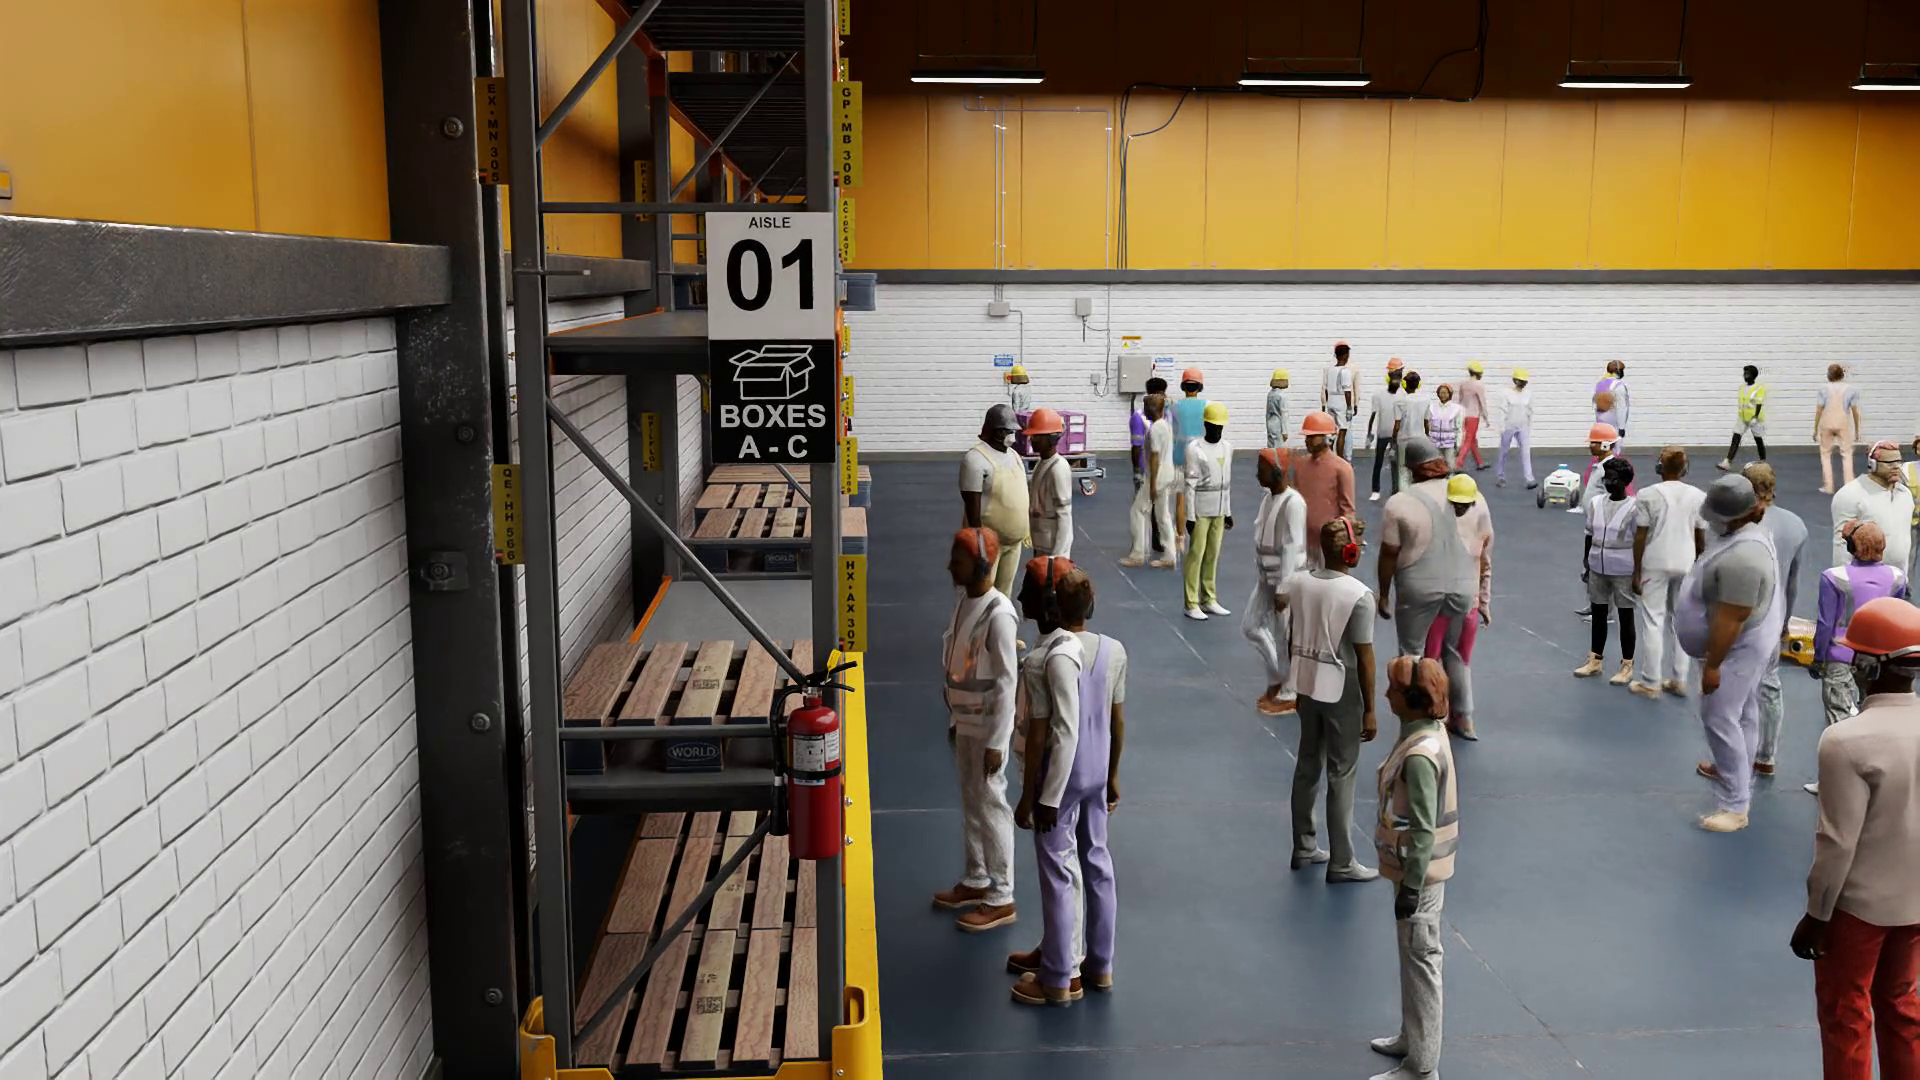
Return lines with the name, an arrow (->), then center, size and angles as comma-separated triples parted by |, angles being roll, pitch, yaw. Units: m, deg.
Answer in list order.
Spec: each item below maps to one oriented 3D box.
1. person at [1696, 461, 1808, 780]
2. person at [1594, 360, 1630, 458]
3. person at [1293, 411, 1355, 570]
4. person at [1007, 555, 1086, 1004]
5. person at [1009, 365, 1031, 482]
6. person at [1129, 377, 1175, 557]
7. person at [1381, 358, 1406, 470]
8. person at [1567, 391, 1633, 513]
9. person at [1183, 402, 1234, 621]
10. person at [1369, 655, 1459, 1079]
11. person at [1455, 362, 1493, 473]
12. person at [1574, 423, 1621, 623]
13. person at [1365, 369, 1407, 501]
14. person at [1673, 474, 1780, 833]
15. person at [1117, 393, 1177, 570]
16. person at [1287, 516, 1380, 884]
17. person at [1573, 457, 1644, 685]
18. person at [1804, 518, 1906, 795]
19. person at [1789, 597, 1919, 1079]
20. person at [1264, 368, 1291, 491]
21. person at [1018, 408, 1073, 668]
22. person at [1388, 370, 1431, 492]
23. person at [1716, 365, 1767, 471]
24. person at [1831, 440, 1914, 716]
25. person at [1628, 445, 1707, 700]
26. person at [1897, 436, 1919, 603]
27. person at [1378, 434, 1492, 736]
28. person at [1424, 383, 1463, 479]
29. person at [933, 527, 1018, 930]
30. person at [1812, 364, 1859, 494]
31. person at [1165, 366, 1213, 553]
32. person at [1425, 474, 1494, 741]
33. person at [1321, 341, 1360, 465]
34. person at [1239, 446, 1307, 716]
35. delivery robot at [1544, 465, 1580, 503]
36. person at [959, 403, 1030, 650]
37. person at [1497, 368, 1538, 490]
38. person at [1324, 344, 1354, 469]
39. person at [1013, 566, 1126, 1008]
person -> 4.723, 0.495, 9.943 | 0.635, 1.933, 0.361 | -3, 10, -21
person -> 9.208, -1.615, 23.482 | 0.429, 1.844, 0.626 | -2, 9, -12
person -> 2.773, -0.005, 12.892 | 0.395, 1.994, 0.612 | -6, 11, -33
person -> 0.379, 0.993, 6.973 | 0.355, 1.883, 0.573 | 0, 9, 1
person -> 0.871, -1.673, 24.193 | 0.343, 1.735, 0.484 | 5, 10, 26
person -> 2.081, -0.786, 17.934 | 0.610, 1.955, 0.376 | -8, 12, -40
person -> 6.770, -1.969, 25.981 | 0.330, 1.751, 0.564 | 5, 10, 28
person -> 8.165, -1.093, 20.957 | 0.830, 1.592, 0.561 | 6, 11, 34
person -> 2.214, -0.261, 14.724 | 0.590, 1.923, 0.384 | -8, 12, -40
person -> 1.697, 1.235, 6.217 | 0.309, 1.638, 0.522 | 3, 9, 16
person -> 7.914, -1.881, 25.570 | 0.889, 1.712, 0.540 | -3, 10, -20
person -> 5.599, -0.153, 14.572 | 0.339, 1.749, 0.573 | 2, 9, 11
person -> 5.685, -1.369, 22.054 | 0.620, 1.803, 0.987 | 1, 9, 3
person -> 4.258, 0.551, 9.257 | 0.533, 2.000, 0.817 | 5, 10, 30
person -> 1.928, -0.600, 17.171 | 0.747, 1.816, 0.534 | 4, 10, 25
person -> 1.855, 0.795, 8.333 | 0.390, 1.846, 0.564 | -6, 11, -31
person -> 4.861, 0.226, 12.370 | 0.318, 1.695, 0.539 | -6, 11, -34
person -> 5.171, 0.694, 9.604 | 0.515, 1.645, 0.309 | -1, 9, -5
person -> 3.001, 1.173, 5.490 | 0.624, 1.993, 0.385 | -4, 10, -23
person -> 4.461, -1.533, 23.270 | 0.308, 1.743, 0.494 | -3, 9, -17
person -> 0.649, 0.025, 12.556 | 0.402, 2.041, 0.609 | -2, 9, -11
person -> 5.525, -1.149, 20.466 | 0.516, 1.871, 0.325 | -2, 9, -12
person -> 12.158, -1.870, 25.669 | 0.875, 1.644, 0.533 | -4, 10, -24
person -> 6.312, 0.264, 11.480 | 0.639, 1.908, 0.409 | -3, 10, -20
person -> 5.089, 0.234, 11.958 | 0.506, 1.822, 0.456 | 1, 9, 3
person -> 8.596, -0.136, 14.858 | 0.524, 1.631, 0.316 | 9, 12, 43
person -> 3.081, 0.293, 10.875 | 0.711, 2.000, 0.543 | -1, 9, -4
person -> 6.263, -1.219, 21.617 | 0.514, 1.643, 0.307 | 5, 10, 27
person -> 0.090, 0.866, 7.772 | 0.340, 1.882, 0.581 | -3, 10, -19
person -> 12.185, -1.520, 23.031 | 0.670, 1.811, 0.447 | 3, 10, 21
person -> 2.520, -0.872, 18.183 | 0.608, 2.045, 0.391 | 1, 9, 4
person -> 3.209, 0.442, 10.807 | 0.526, 1.765, 0.329 | -1, 9, -9
person -> 6.063, -2.171, 26.522 | 0.633, 1.986, 0.407 | -1, 9, -6
person -> 2.174, 0.290, 11.428 | 0.431, 1.869, 0.589 | -3, 10, -18
delivery robot -> 7.866, -0.741, 21.726 | 0.477, 0.478, 0.707 | 5, 10, 29
person -> 0.318, -0.088, 13.271 | 0.535, 2.000, 0.684 | 8, 12, 39
person -> 7.878, -1.559, 23.518 | 0.545, 1.722, 0.908 | -1, 9, -4
person -> 5.940, -2.079, 25.999 | 0.361, 1.964, 0.615 | -4, 10, -21
person -> 0.457, 1.018, 6.935 | 0.518, 1.844, 0.329 | -6, 11, -34
